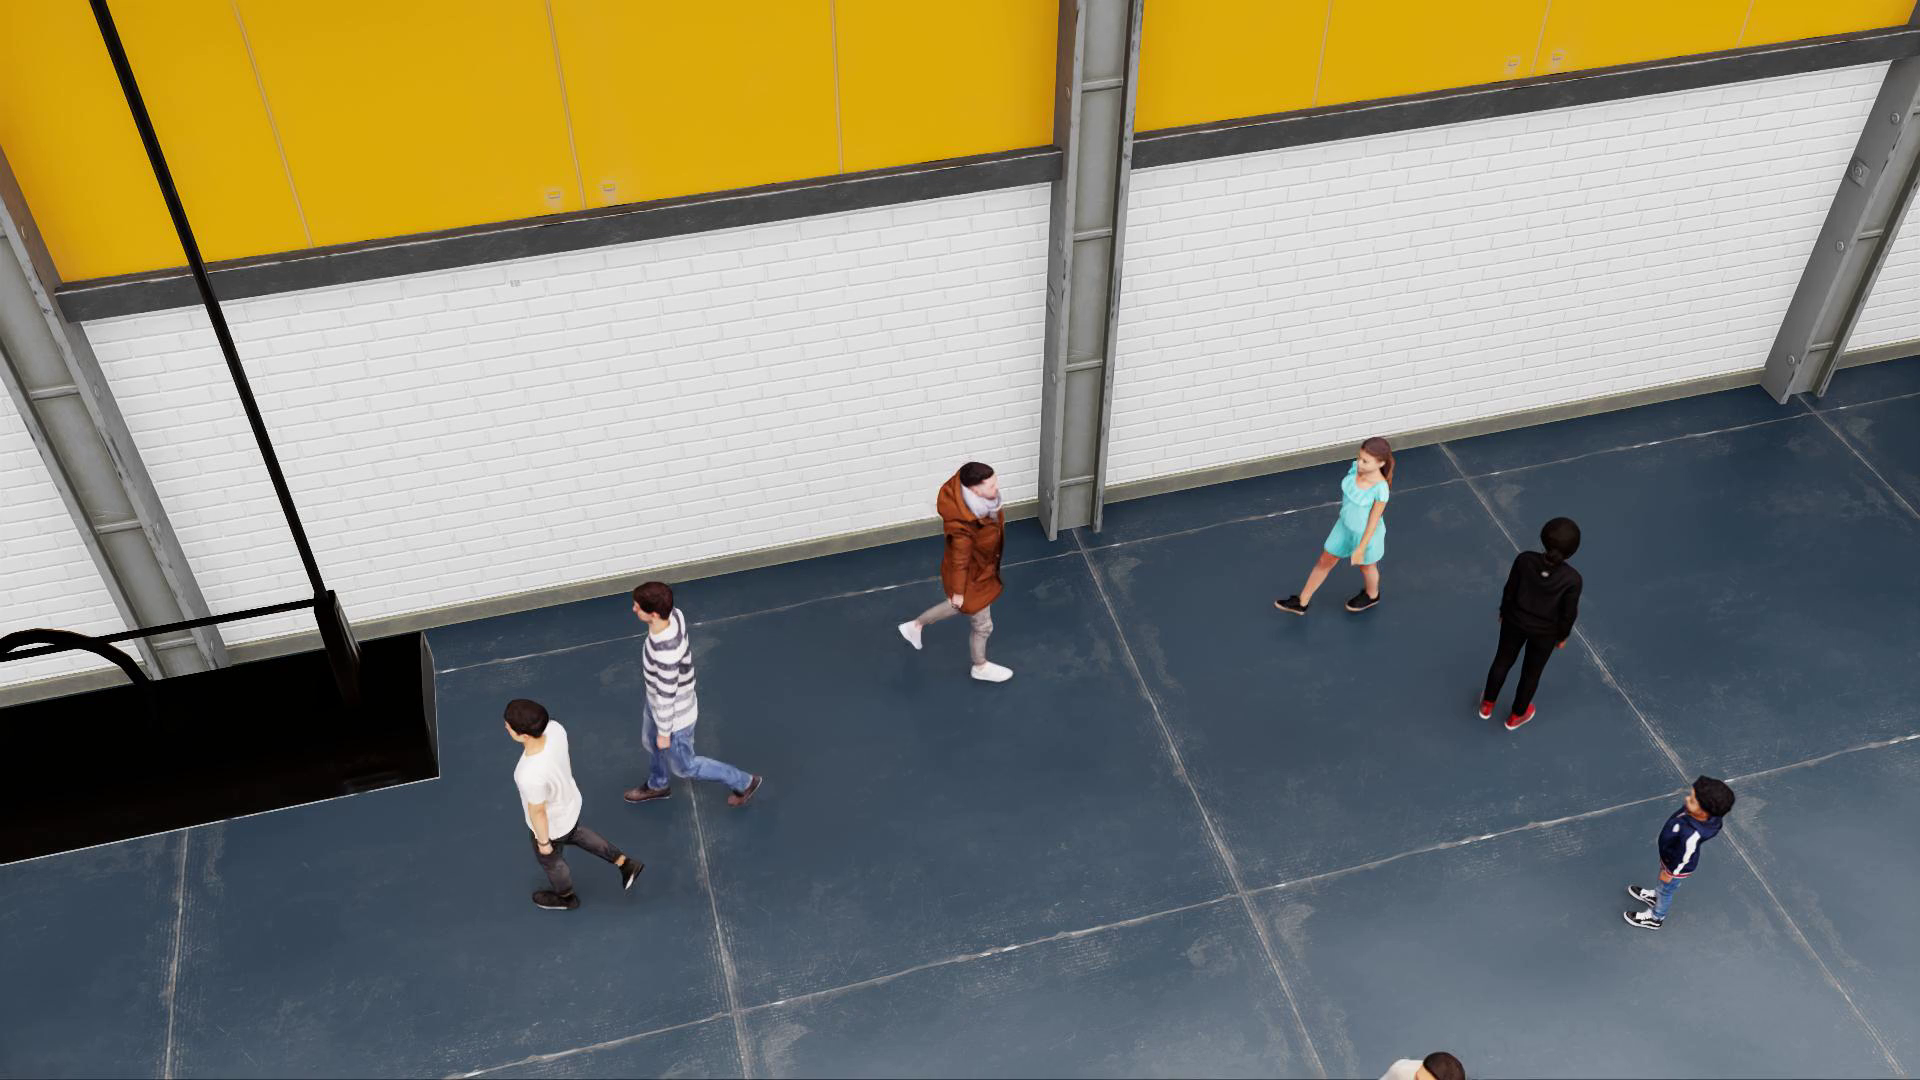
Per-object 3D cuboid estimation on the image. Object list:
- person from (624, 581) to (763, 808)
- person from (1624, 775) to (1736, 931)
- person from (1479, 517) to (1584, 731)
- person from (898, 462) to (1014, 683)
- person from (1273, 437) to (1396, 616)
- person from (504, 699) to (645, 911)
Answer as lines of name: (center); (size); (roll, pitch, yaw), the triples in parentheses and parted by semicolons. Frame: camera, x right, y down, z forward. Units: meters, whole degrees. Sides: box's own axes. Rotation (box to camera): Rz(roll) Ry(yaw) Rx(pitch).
person: (-1.580, 0.955, 9.592); (1.043, 1.827, 0.665); (-9, 44, -10)
person: (3.991, 1.729, 9.219); (0.647, 1.220, 0.596); (19, 47, 19)
person: (3.496, 0.514, 10.165); (0.670, 1.675, 0.710); (26, 49, 25)
person: (-0.024, 0.204, 10.385); (1.108, 1.820, 0.924); (4, 44, 4)
person: (2.690, -0.077, 10.896); (1.022, 1.523, 0.637); (-15, 46, -16)
person: (-2.154, 1.483, 9.126); (0.995, 1.706, 0.824); (3, 44, 4)
